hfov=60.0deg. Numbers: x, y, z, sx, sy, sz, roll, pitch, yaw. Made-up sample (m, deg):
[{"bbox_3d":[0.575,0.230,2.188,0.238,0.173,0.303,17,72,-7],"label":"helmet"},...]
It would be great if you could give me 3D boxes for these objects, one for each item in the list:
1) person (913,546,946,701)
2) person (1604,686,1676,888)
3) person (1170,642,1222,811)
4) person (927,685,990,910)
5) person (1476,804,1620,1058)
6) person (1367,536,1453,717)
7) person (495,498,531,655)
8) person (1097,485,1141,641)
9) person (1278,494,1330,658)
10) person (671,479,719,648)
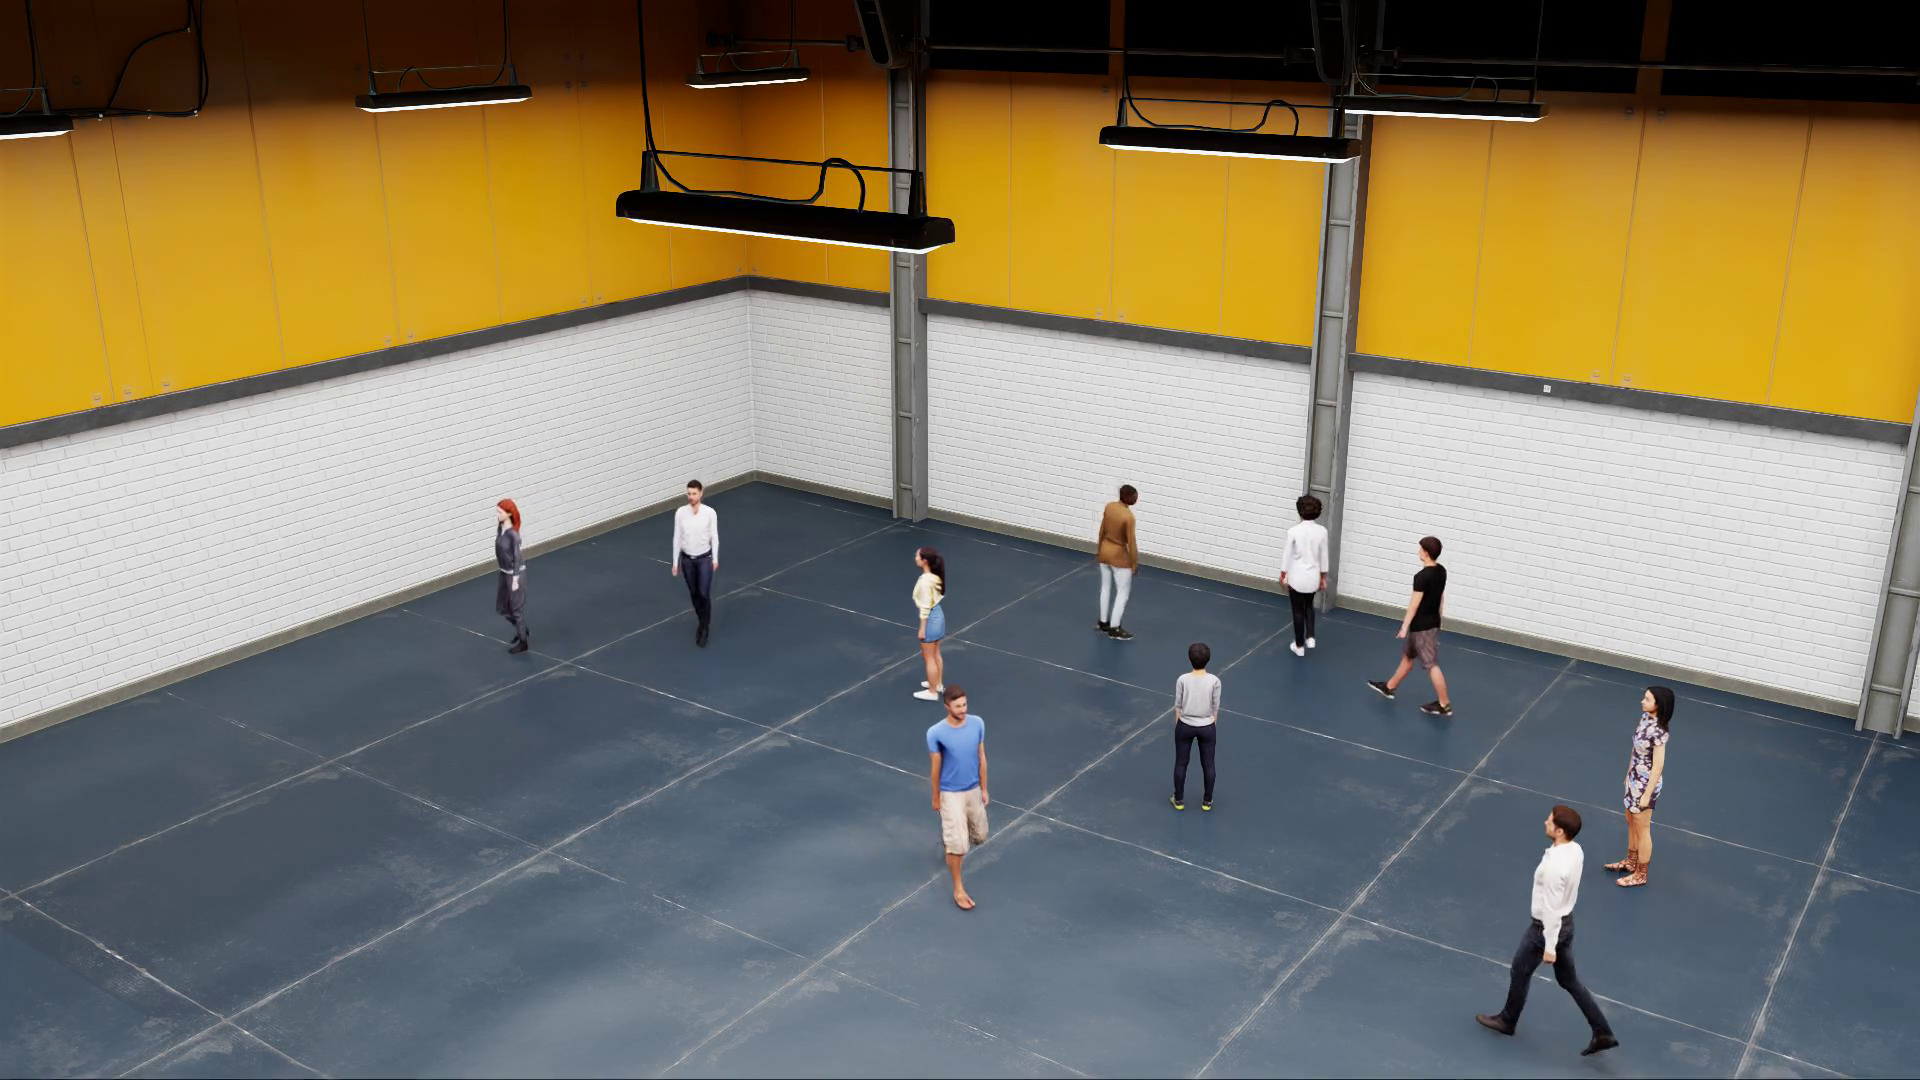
[{"bbox_3d":[-0.302,0.837,17.078,0.656,1.631,0.703,5,19,15],"label":"person"},{"bbox_3d":[5.558,1.983,13.512,0.692,1.733,0.674,1,19,3],"label":"person"},{"bbox_3d":[2.097,1.656,14.776,0.572,1.548,0.678,2,19,4],"label":"person"},{"bbox_3d":[-0.039,1.980,13.345,0.961,1.848,1.115,-8,20,-23],"label":"person"},{"bbox_3d":[4.112,2.680,11.284,1.199,1.836,0.729,15,24,37],"label":"person"},{"bbox_3d":[4.714,0.897,16.614,1.182,1.813,0.737,14,23,36],"label":"person"},{"bbox_3d":[-4.837,0.381,18.216,0.719,1.769,0.581,-15,24,-38],"label":"person"},{"bbox_3d":[1.708,0.201,18.709,0.591,1.794,0.913,11,22,31],"label":"person"},{"bbox_3d":[3.768,0.417,18.065,0.754,1.797,0.809,-4,19,-11],"label":"person"},{"bbox_3d":[-2.927,0.192,18.652,0.930,1.848,0.903,3,19,9],"label":"person"}]
